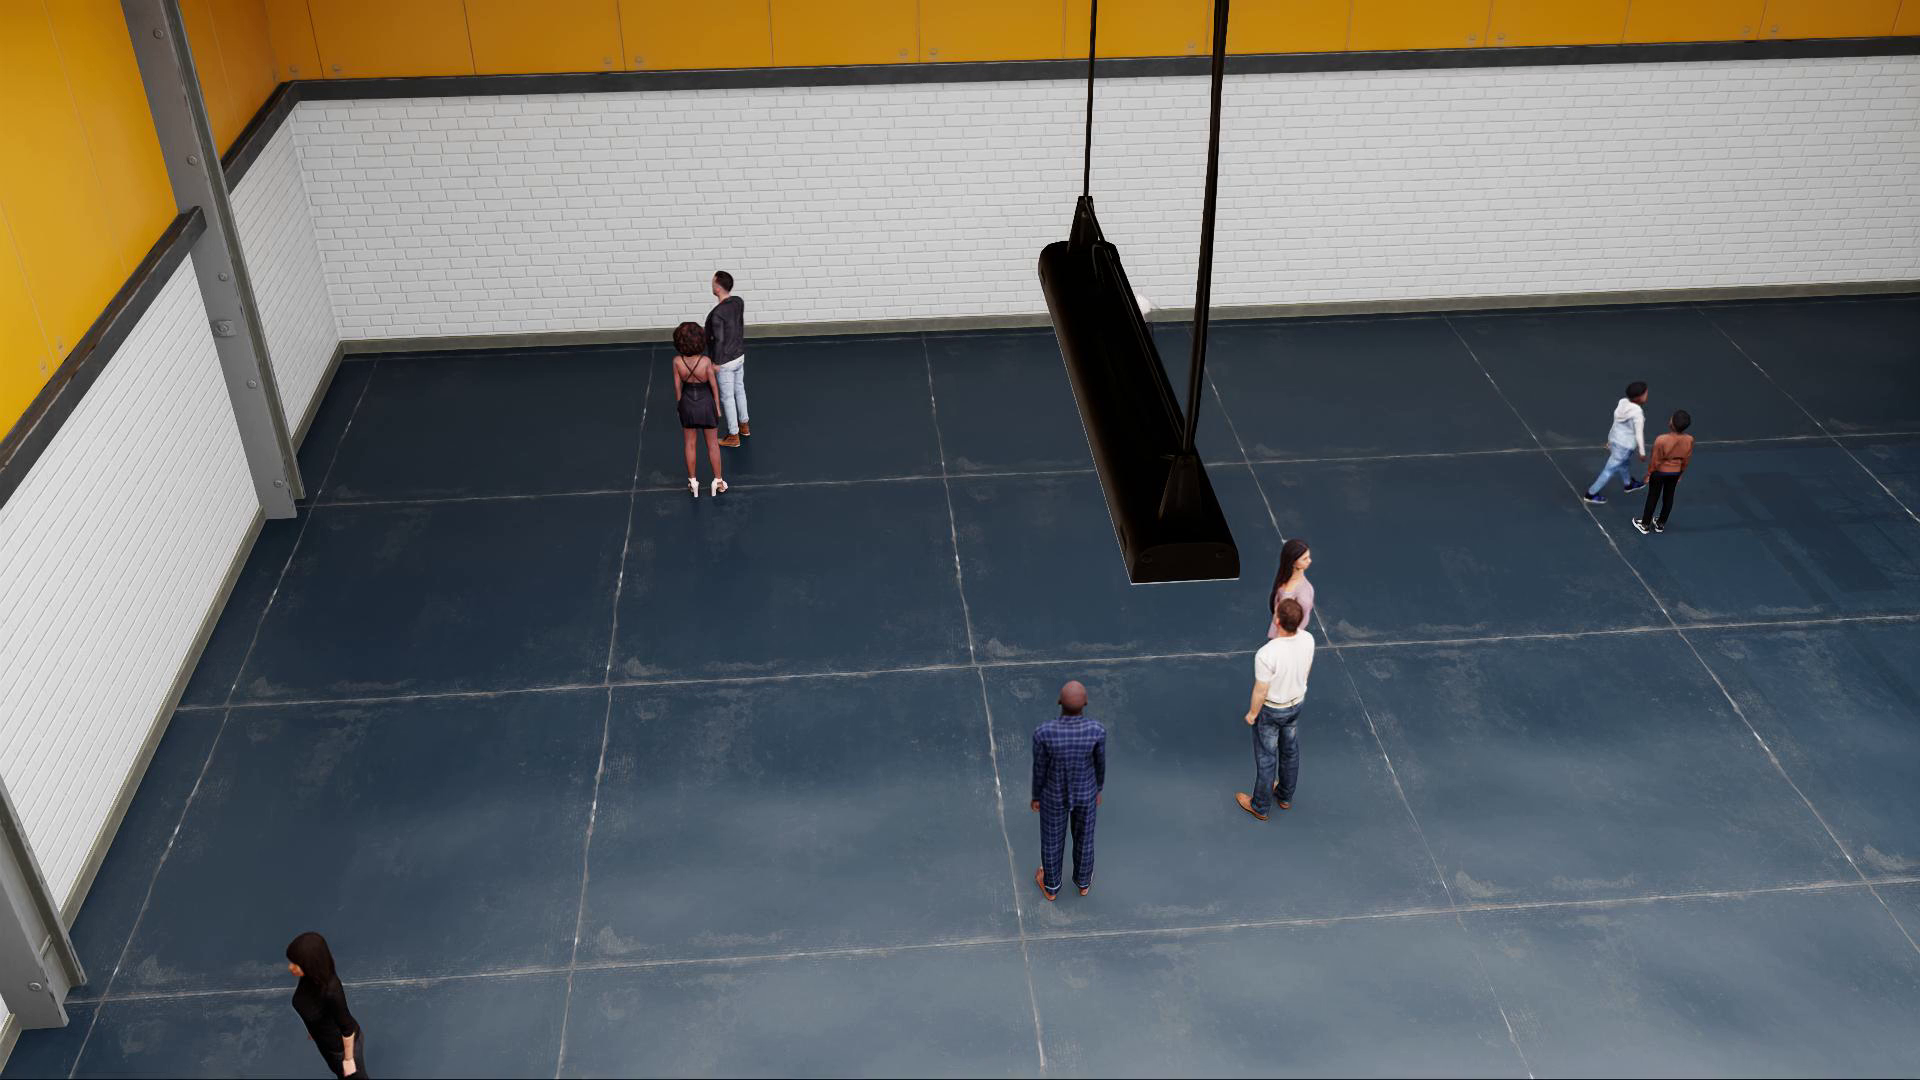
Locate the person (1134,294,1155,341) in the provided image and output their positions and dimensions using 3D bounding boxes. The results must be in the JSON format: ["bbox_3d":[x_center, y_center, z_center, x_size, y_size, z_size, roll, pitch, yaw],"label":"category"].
[{"bbox_3d":[1.587,-1.492,15.734,0.899,1.774,0.927,-16,37,-23],"label":"person"}]

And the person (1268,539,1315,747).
[{"bbox_3d":[2.428,0.758,12.472,0.760,1.811,0.611,11,35,15],"label":"person"}]

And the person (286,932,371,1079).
[{"bbox_3d":[-3.557,2.835,9.500,0.634,1.642,0.690,24,41,32],"label":"person"}]

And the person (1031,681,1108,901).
[{"bbox_3d":[0.730,1.670,11.092,0.657,1.819,0.600,-4,34,-7],"label":"person"}]

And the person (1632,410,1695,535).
[{"bbox_3d":[6.390,-0.623,15.052,0.517,1.255,0.475,-2,34,-3],"label":"person"}]

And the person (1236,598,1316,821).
[{"bbox_3d":[2.266,1.192,11.779,0.746,1.856,0.733,-18,38,-25],"label":"person"}]

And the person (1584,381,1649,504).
[{"bbox_3d":[6.106,-0.885,15.474,0.577,1.224,0.824,-4,34,-6],"label":"person"}]

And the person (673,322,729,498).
[{"bbox_3d":[-2.431,-1.203,15.442,0.585,1.789,0.563,1,34,2],"label":"person"}]

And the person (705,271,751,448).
[{"bbox_3d":[-2.255,-1.781,16.270,0.796,1.837,0.664,13,36,19],"label":"person"}]
